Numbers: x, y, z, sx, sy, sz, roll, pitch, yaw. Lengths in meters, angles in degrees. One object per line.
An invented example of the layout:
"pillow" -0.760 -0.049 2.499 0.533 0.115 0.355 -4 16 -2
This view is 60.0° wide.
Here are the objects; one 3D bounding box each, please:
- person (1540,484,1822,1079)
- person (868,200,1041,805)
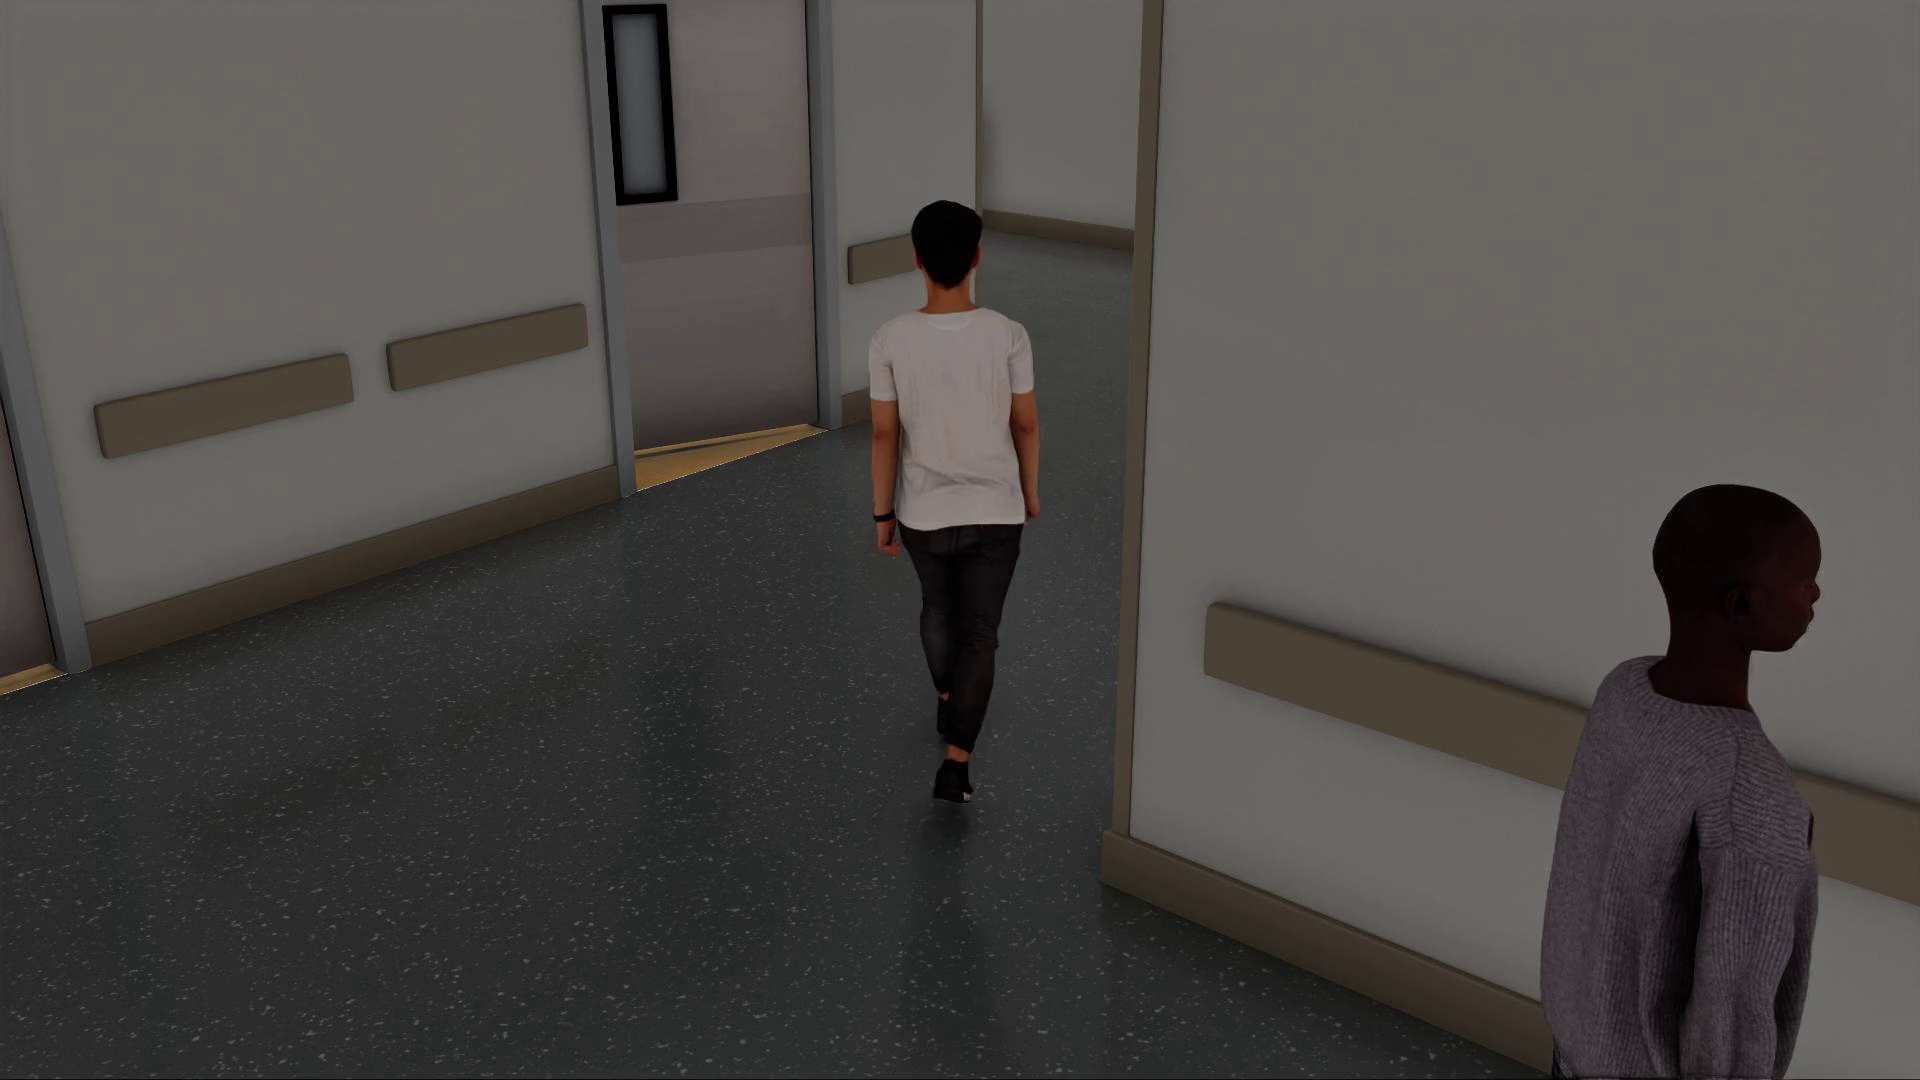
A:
"person" 0.980 0.760 2.401 0.743 1.771 0.683 -2 21 -5
"person" -0.009 -0.067 4.705 0.990 1.686 1.186 3 21 8
